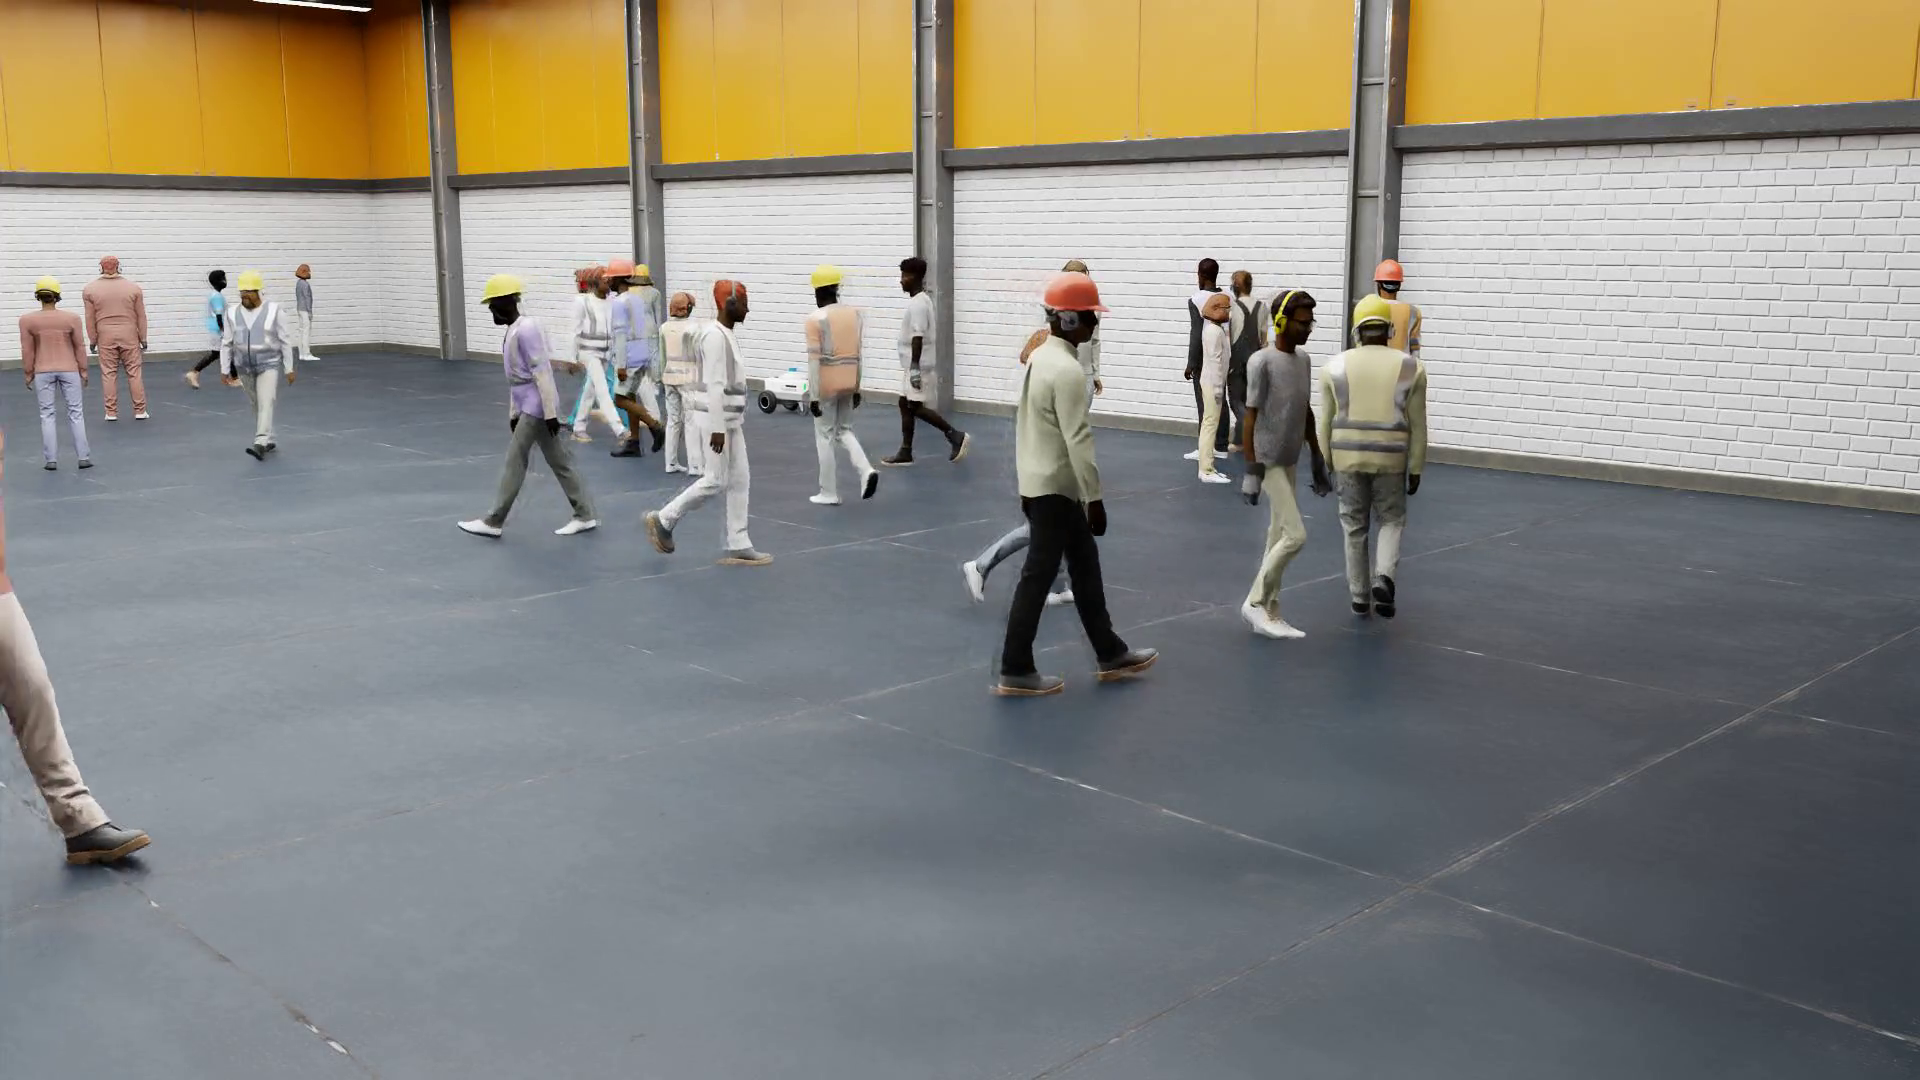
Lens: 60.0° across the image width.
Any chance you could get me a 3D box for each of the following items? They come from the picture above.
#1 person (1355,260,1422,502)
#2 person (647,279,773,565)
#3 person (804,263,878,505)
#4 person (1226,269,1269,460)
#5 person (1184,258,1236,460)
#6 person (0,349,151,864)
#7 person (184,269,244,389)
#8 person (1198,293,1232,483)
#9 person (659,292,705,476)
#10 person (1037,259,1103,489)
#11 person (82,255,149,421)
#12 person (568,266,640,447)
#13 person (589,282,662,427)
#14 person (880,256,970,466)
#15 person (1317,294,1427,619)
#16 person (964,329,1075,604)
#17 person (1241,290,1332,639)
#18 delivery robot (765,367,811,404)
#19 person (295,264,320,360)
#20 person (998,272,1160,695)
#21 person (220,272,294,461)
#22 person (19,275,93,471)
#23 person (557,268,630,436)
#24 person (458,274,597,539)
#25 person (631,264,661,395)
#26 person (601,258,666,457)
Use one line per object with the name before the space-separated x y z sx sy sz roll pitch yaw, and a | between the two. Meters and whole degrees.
person | 3.400 -1.268 13.342 0.553 1.935 0.362 -2 11 -9
person | -1.624 -0.754 10.761 0.756 1.859 0.607 1 10 7
person | -0.954 -1.204 13.052 0.540 1.911 0.610 10 14 43
person | 2.748 -1.685 15.976 0.506 1.817 0.869 -4 11 -21
person | 2.386 -1.712 15.822 0.597 1.915 0.370 -9 14 -40
person | -3.337 0.173 5.511 1.045 1.945 0.611 2 11 12
person | -10.347 -2.914 23.059 0.799 1.670 0.537 -4 11 -21
person | 2.220 -1.317 14.433 0.280 1.634 0.498 1 10 4
person | -2.470 -1.385 14.826 0.524 1.632 0.315 7 13 34
person | 0.925 -1.364 13.873 0.627 1.936 0.373 -6 12 -31
person | -9.712 -2.322 19.179 0.642 1.906 0.410 -5 11 -25
person | -3.641 -1.865 16.916 1.051 1.817 0.592 7 12 33
person | -3.766 -2.143 18.502 0.927 1.792 0.633 0 10 -1
person | -0.332 -1.628 15.296 0.755 1.941 0.621 0 10 -1
person | 2.255 -0.438 9.150 0.587 1.814 0.498 3 11 14
person | 0.398 -0.403 9.506 0.684 1.611 0.513 0 10 0
person | 1.714 -0.376 8.722 0.393 1.848 0.563 7 13 35
delivery robot | -2.002 -1.834 19.941 0.707 0.478 0.477 8 13 37
person | -11.210 -3.894 28.491 0.277 1.632 0.502 -8 13 -37
person | 0.587 -0.247 7.711 0.925 1.954 0.649 -1 10 -7
person | -6.758 -1.663 15.916 0.627 1.776 0.951 0 10 -1
person | -8.232 -1.515 15.152 0.523 1.769 0.321 -5 11 -24
person | -3.903 -1.991 17.701 1.019 1.778 0.574 3 11 15
person | -3.077 -0.932 11.723 1.025 1.854 0.593 -3 11 -18
person | -4.244 -2.816 22.310 0.487 1.744 0.295 -6 12 -30
person | -3.092 -1.722 15.866 0.627 1.922 0.551 2 11 10
